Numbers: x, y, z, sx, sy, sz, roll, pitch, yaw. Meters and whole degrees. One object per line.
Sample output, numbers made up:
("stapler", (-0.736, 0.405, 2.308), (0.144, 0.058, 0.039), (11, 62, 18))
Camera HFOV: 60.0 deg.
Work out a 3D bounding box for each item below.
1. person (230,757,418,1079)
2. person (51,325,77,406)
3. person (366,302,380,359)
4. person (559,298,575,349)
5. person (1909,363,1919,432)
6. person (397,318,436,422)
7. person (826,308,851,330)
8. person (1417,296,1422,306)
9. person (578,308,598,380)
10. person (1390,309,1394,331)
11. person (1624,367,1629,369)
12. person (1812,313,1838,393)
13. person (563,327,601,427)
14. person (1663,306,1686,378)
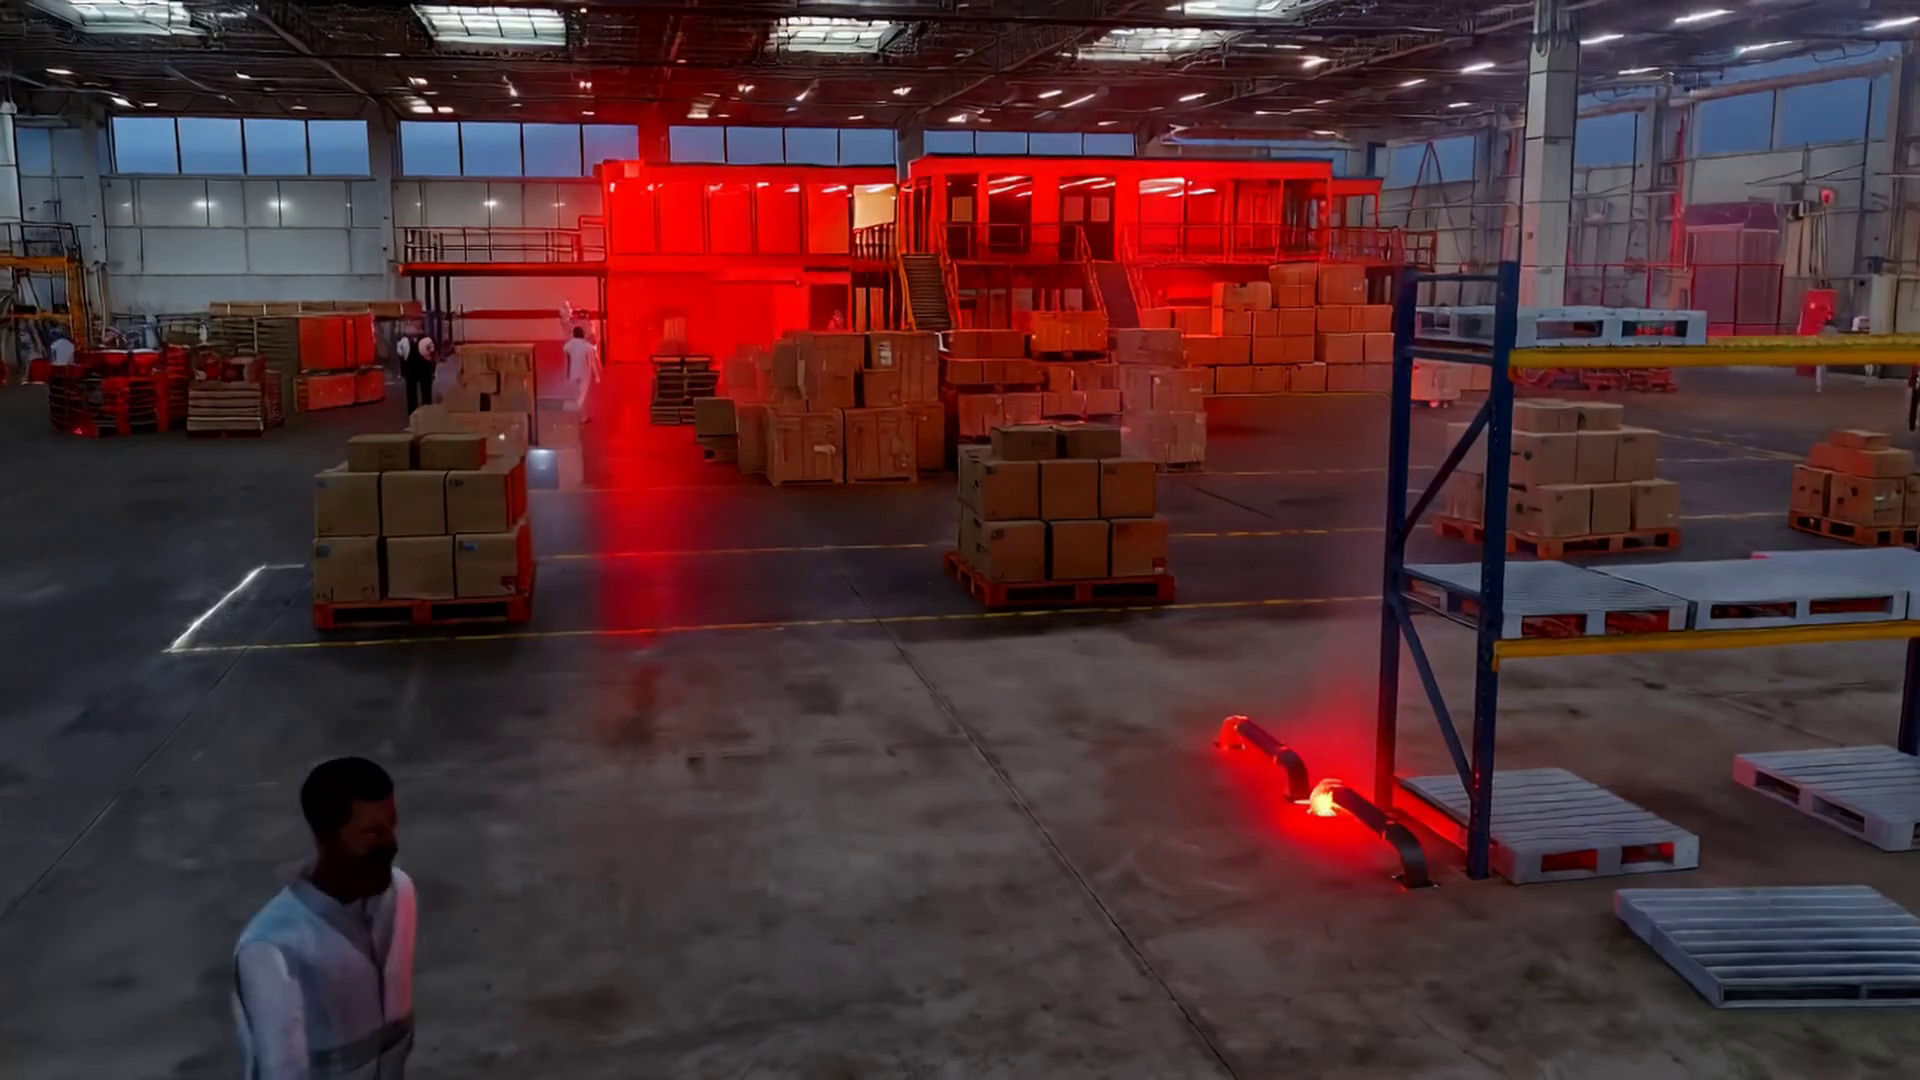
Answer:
("person", (-1.464, 1.431, 4.003), (1.024, 1.868, 0.590), (4, 10, 21))
("person", (-19.242, -3.728, 35.788), (0.538, 1.756, 0.393), (0, 9, 0))
("person", (-19.134, -6.832, 54.346), (0.604, 1.864, 0.422), (8, 12, 40))
("person", (-13.692, -7.460, 57.990), (0.362, 1.928, 0.587), (7, 12, 36))
("person", (17.668, -2.879, 30.330), (0.634, 1.842, 0.429), (5, 10, 27))
("person", (-10.558, -3.315, 32.380), (0.688, 2.000, 0.536), (-2, 10, -13))
("person", (-2.856, -4.467, 39.403), (0.614, 2.038, 0.396), (-3, 10, -19))
("person", (17.766, -8.571, 64.870), (0.606, 1.909, 0.905), (1, 9, 8))
("person", (-10.006, -5.278, 44.720), (0.553, 1.922, 0.724), (-4, 10, -25))
("person", (11.343, -5.120, 43.760), (0.681, 1.922, 0.548), (-8, 12, -39))
("person", (19.376, -5.802, 48.668), (0.527, 1.668, 0.811), (-5, 11, -29))
("person", (20.785, -4.502, 40.035), (0.586, 1.902, 0.855), (2, 10, 14))
("person", (-7.168, -3.097, 31.554), (0.645, 1.883, 1.050), (2, 10, 13))
("person", (19.041, -5.258, 44.421), (0.643, 1.976, 0.619), (2, 10, 14))
